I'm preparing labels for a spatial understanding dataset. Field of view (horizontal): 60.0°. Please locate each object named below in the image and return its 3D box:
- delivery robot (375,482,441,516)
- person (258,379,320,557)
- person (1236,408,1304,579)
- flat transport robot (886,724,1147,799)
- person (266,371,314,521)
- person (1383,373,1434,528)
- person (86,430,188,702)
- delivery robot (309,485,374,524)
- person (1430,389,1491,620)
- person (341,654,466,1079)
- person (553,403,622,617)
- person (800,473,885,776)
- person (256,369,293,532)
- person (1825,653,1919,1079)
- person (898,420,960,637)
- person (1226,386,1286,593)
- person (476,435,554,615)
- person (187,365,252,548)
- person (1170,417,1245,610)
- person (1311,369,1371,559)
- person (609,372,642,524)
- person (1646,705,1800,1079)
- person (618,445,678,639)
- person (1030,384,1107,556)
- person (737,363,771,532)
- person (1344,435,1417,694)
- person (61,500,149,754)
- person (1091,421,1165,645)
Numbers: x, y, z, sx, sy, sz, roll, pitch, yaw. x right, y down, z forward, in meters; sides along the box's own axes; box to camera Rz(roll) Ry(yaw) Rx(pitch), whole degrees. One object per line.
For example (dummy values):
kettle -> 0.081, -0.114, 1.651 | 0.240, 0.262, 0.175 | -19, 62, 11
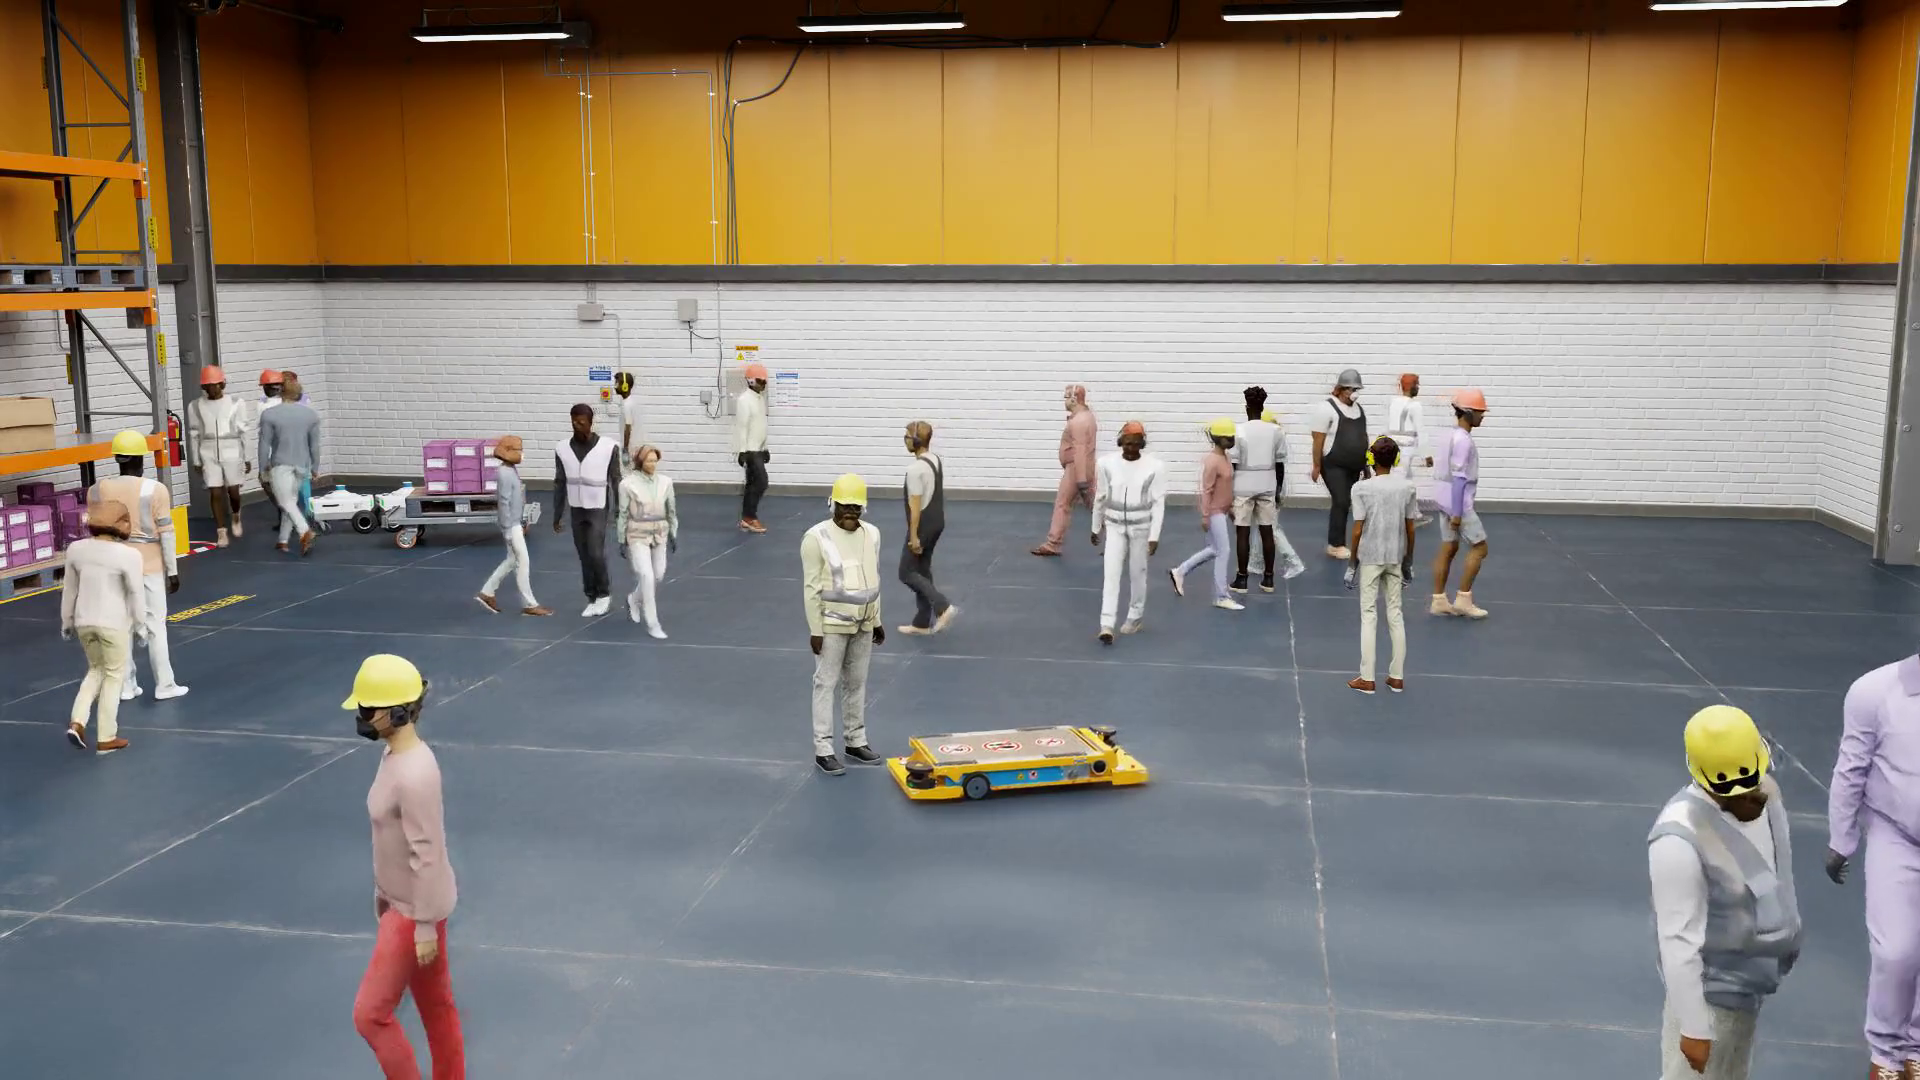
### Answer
delivery robot -> -6.511, -0.446, 19.640 | 0.707, 0.478, 0.477 | -5, 11, -31
person -> -7.150, -0.778, 17.869 | 0.910, 1.891, 0.671 | 8, 12, 41
person -> 3.105, -0.458, 16.474 | 0.775, 1.705, 0.489 | 7, 11, 36
flat transport robot -> 0.326, 1.311, 9.911 | 1.431, 0.197, 0.652 | -2, 9, -14
person -> -8.137, -1.135, 20.237 | 0.561, 1.837, 0.389 | -1, 9, -6
person -> 5.290, -1.015, 19.450 | 0.898, 1.842, 0.589 | -3, 10, -16
person -> -5.814, 0.188, 11.749 | 0.585, 1.929, 0.377 | 0, 9, 1
delivery robot -> -7.200, -0.398, 19.346 | 0.707, 0.478, 0.477 | -4, 10, -22
person -> 4.436, -0.311, 14.561 | 0.637, 2.020, 0.604 | 0, 9, 1
person -> -1.948, 1.252, 5.669 | 0.521, 1.749, 0.547 | -4, 10, -22
person -> -3.262, -0.256, 14.586 | 0.620, 1.895, 0.465 | 2, 9, 14
person -> -0.688, 0.500, 10.134 | 0.587, 1.826, 0.404 | -9, 13, -43
person -> -7.891, -1.024, 19.294 | 0.473, 1.921, 0.564 | 6, 11, 33
person -> 3.509, 1.140, 5.948 | 0.679, 1.885, 0.616 | 3, 9, 15
person -> -0.258, -0.079, 13.726 | 0.504, 1.829, 0.517 | 4, 10, 25
person -> 2.779, -0.477, 15.756 | 0.612, 1.964, 0.364 | -2, 9, -12
person -> -3.969, -0.126, 14.676 | 0.662, 1.617, 0.511 | -1, 9, -7
person -> -8.153, -0.923, 18.340 | 0.620, 2.022, 0.495 | -3, 10, -16
person -> 2.254, -0.257, 15.060 | 0.690, 1.746, 0.523 | 4, 10, 24
person -> 4.121, -0.810, 17.592 | 0.713, 2.000, 0.724 | -6, 11, -33
person -> -3.935, -1.101, 19.996 | 0.535, 1.851, 0.538 | 0, 9, -1
person -> 2.329, 1.340, 5.081 | 0.669, 1.781, 0.406 | -8, 12, -41
person -> -2.653, -0.010, 13.971 | 0.522, 1.615, 0.723 | -7, 12, -39
person -> 1.293, -0.732, 17.695 | 1.003, 1.863, 0.655 | 3, 10, 19
person -> -2.368, -1.063, 19.338 | 0.518, 1.977, 0.635 | 2, 9, 14
person -> 3.028, 0.176, 12.005 | 0.523, 1.870, 0.317 | -2, 9, -10
person -> -5.375, 0.550, 10.464 | 0.540, 1.608, 0.391 | 1, 9, 8
person -> 1.357, -0.071, 13.655 | 0.634, 1.825, 0.985 | 3, 10, 17
